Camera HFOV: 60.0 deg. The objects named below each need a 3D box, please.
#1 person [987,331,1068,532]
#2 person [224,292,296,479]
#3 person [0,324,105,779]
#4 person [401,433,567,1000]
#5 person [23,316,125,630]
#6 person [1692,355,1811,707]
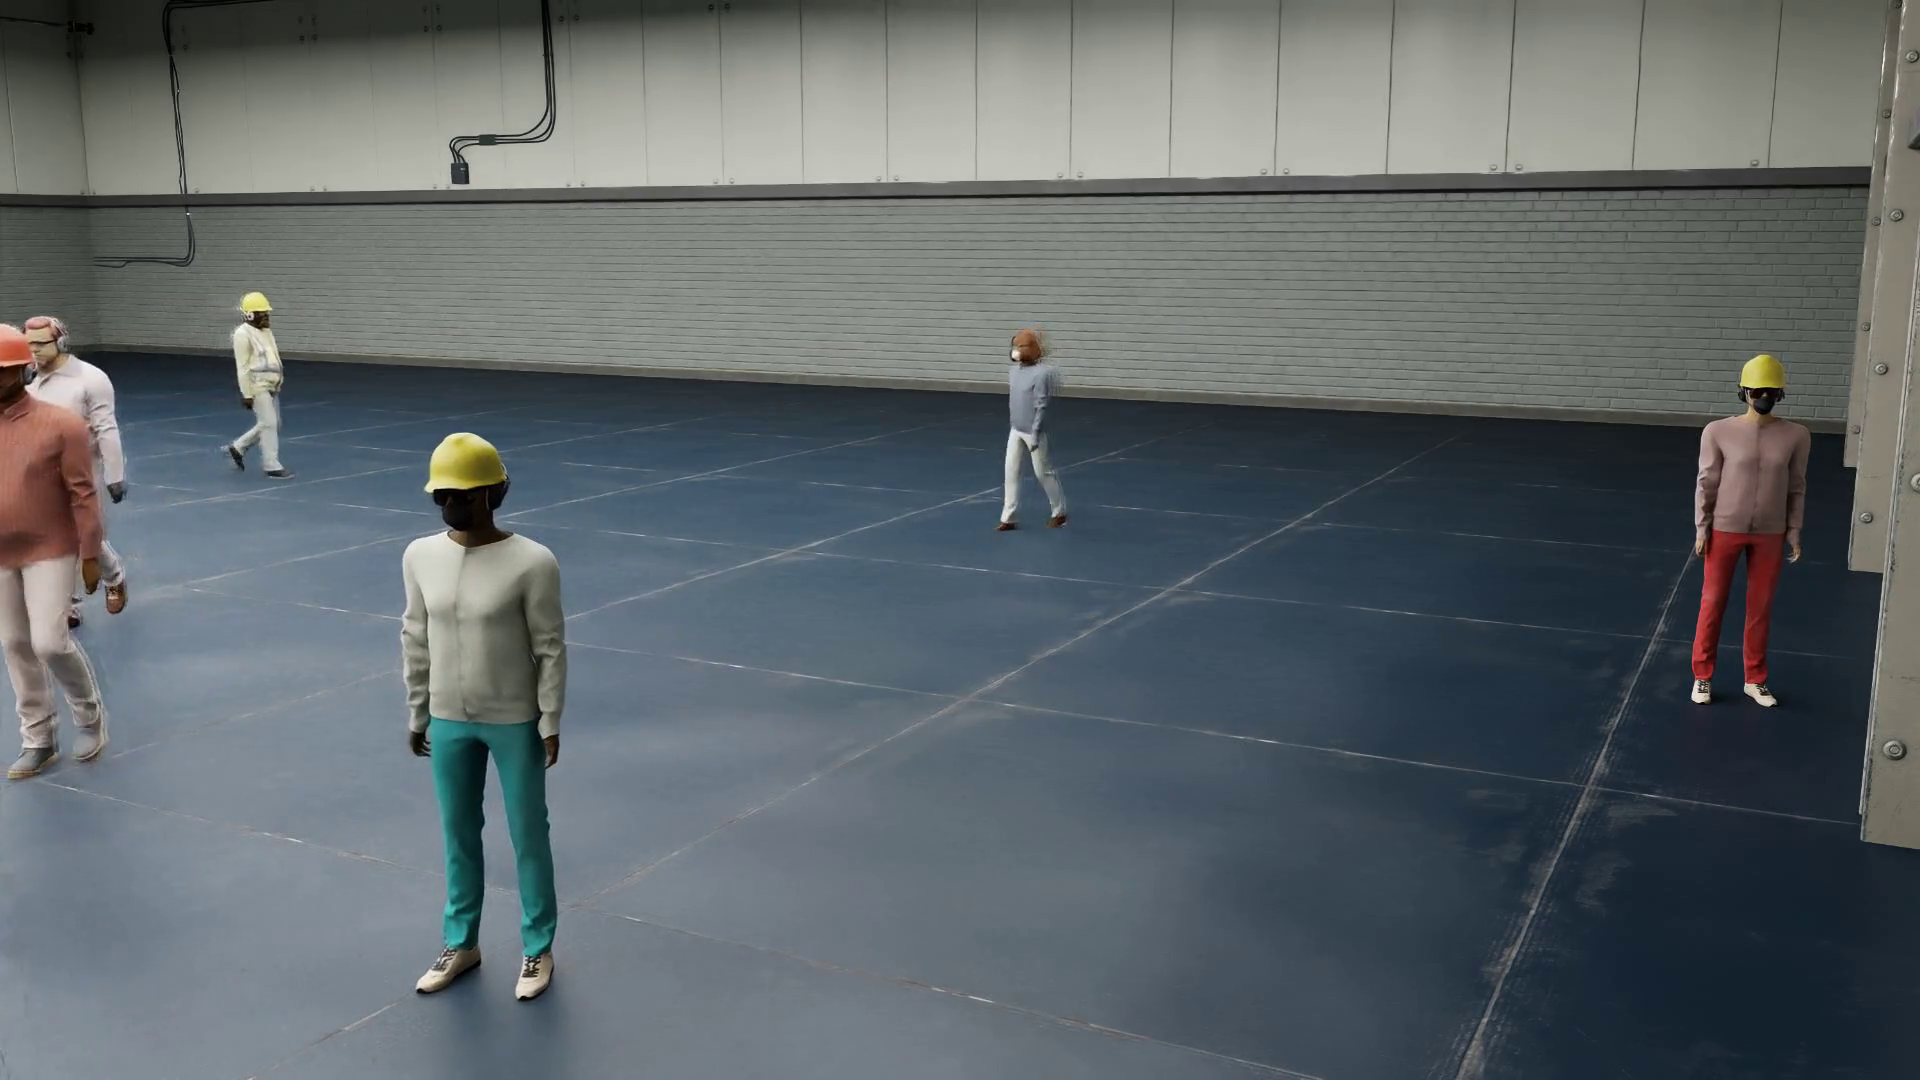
[{"bbox_3d":[0.580,-0.853,13.241,0.757,1.612,0.500,-8,13,-36],"label":"person"},{"bbox_3d":[-6.803,-1.481,16.041,0.654,1.810,0.602,0,10,1],"label":"person"},{"bbox_3d":[-4.056,0.061,7.182,0.635,1.982,0.424,0,10,1],"label":"person"},{"bbox_3d":[-1.462,0.548,5.108,0.526,1.768,0.331,2,11,11],"label":"person"},{"bbox_3d":[-5.322,-0.389,9.895,0.676,1.888,0.505,0,10,0],"label":"person"},{"bbox_3d":[3.940,-0.040,8.313,0.523,1.769,0.310,1,10,8],"label":"person"}]
